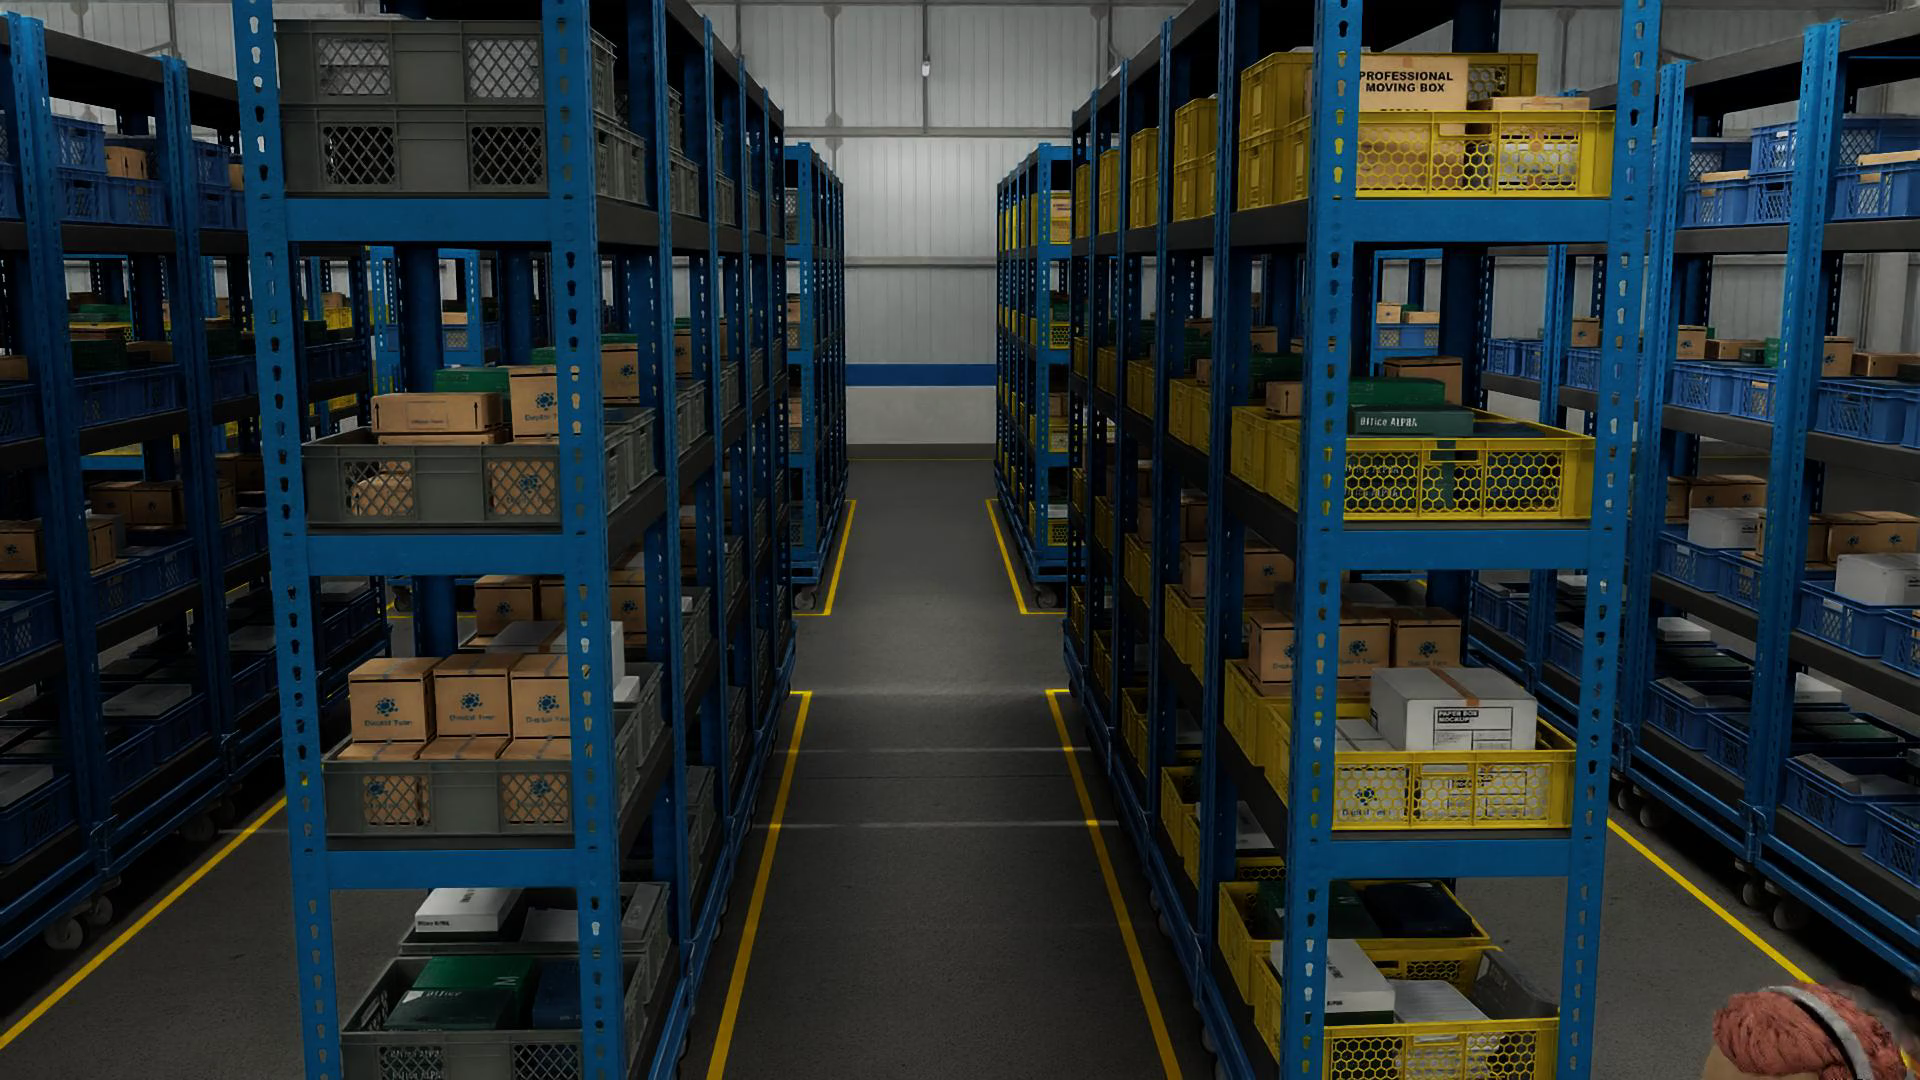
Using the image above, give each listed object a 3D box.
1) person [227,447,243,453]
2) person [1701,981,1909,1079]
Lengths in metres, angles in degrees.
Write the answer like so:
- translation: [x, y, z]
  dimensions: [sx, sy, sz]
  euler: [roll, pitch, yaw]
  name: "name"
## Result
- translation: [-8.349, -1.327, 18.968]
  dimensions: [0.623, 1.800, 0.605]
  euler: [7, 12, 38]
  name: "person"
- translation: [0.971, 1.427, 2.127]
  dimensions: [1.031, 1.843, 0.656]
  euler: [1, 9, 5]
  name: "person"
